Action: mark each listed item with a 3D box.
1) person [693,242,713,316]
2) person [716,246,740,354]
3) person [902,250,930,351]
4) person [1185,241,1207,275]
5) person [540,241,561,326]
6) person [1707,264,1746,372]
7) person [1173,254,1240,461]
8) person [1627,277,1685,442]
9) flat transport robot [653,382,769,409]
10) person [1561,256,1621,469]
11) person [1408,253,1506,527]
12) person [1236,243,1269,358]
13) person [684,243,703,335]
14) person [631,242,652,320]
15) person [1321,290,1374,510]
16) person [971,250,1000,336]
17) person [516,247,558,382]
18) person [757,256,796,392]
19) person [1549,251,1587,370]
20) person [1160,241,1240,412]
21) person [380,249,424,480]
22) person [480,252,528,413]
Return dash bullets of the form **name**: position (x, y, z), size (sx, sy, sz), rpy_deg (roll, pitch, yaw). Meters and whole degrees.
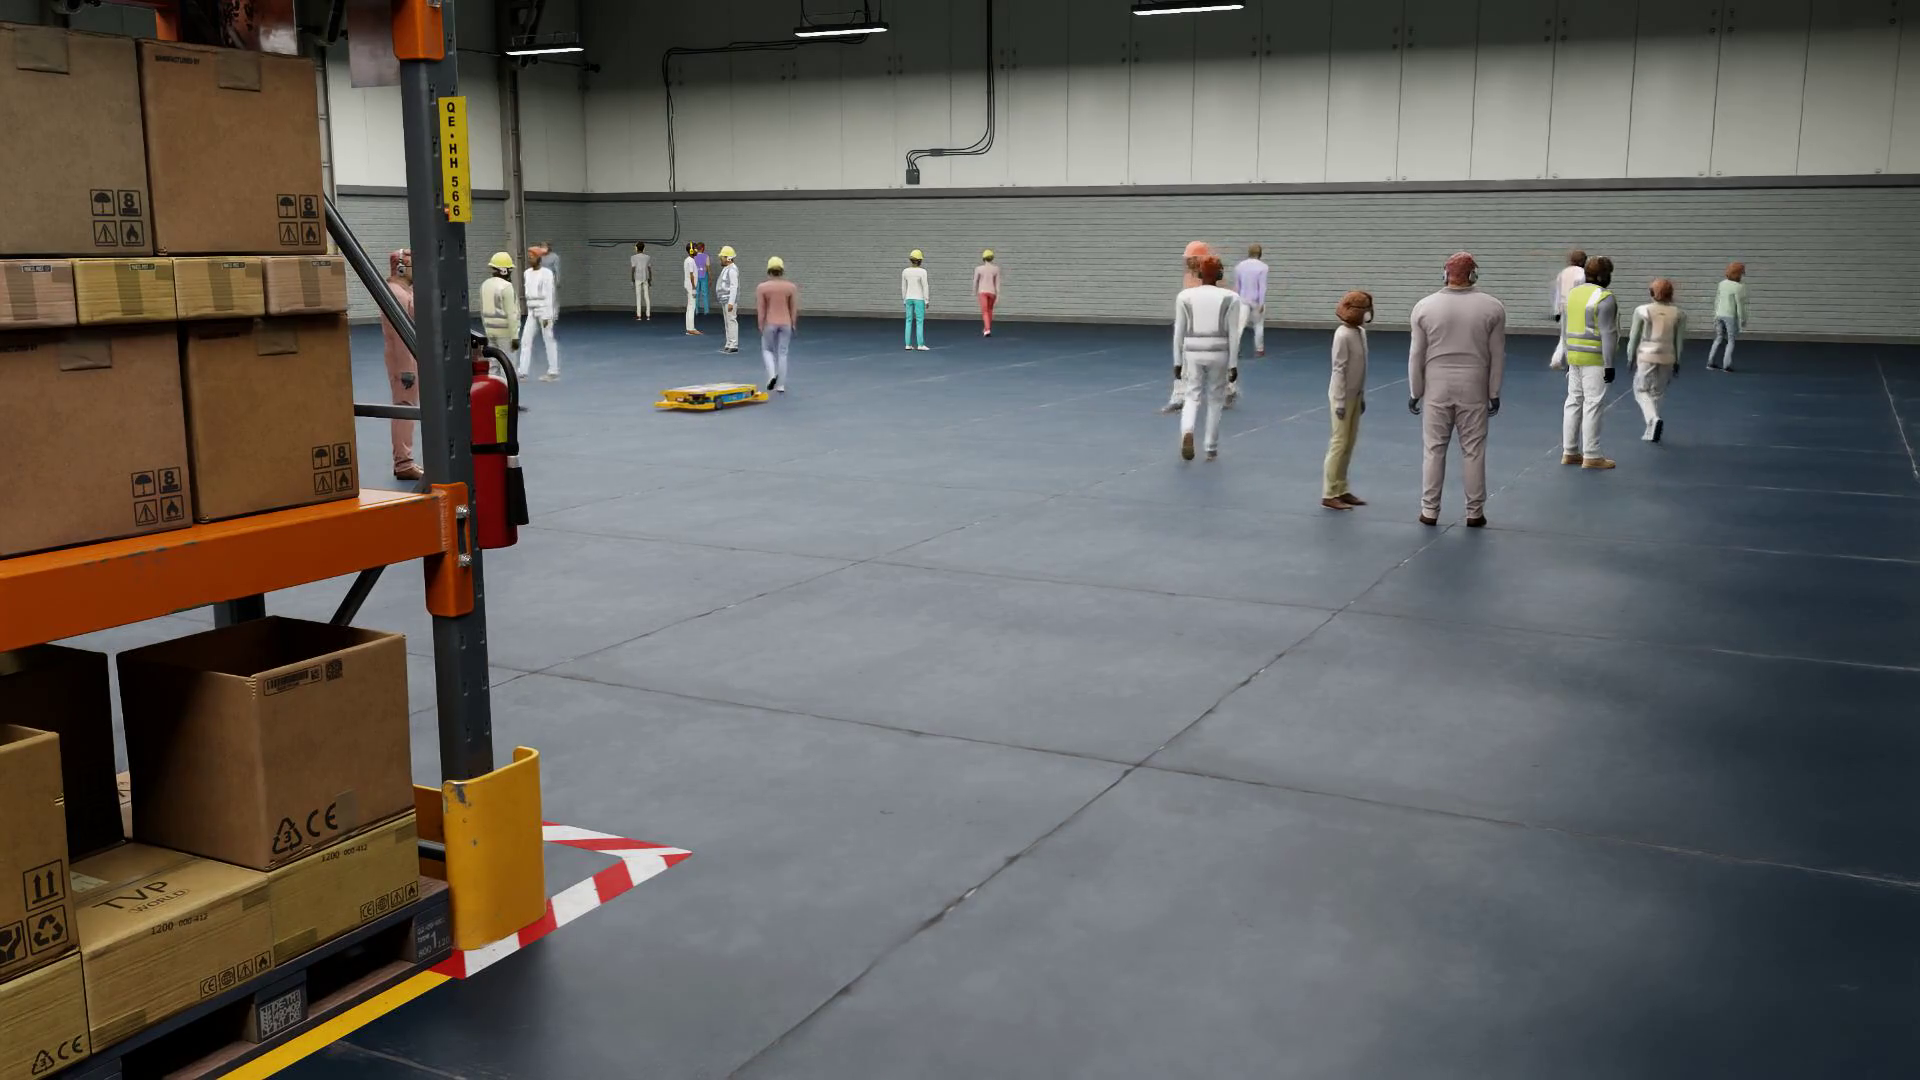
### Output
- **person**: position (-6.546, -6.587, 41.994), size (0.564, 1.846, 0.390), rpy_deg (4, 11, 19)
- **person**: position (-3.973, -4.106, 28.493), size (0.404, 1.837, 0.590), rpy_deg (-4, 11, -19)
- **person**: position (-0.773, -4.221, 29.309), size (0.533, 1.767, 0.313), rpy_deg (6, 12, 31)
- **person**: position (5.036, -5.285, 34.749), size (0.638, 1.903, 0.409), rpy_deg (4, 11, 23)
- **person**: position (-9.248, -5.739, 37.244), size (0.647, 1.883, 1.055), rpy_deg (2, 11, 9)
- **person**: position (11.422, -3.298, 24.723), size (0.311, 1.602, 0.570), rpy_deg (-2, 11, -9)
- **person**: position (2.173, -1.595, 14.744), size (0.584, 1.861, 0.759), rpy_deg (3, 11, 15)
- **person**: position (6.756, -1.728, 16.119), size (0.524, 1.621, 0.628), rpy_deg (0, 10, 2)
- **flat transport robot**: position (-2.939, -1.714, 19.717), size (0.652, 0.197, 1.431), rpy_deg (5, 11, 27)
- **person**: position (5.521, -1.547, 14.524), size (0.429, 1.841, 0.633), rpy_deg (-3, 11, -15)
- **person**: position (3.452, -1.037, 11.589), size (0.641, 1.901, 0.401), rpy_deg (3, 11, 18)
- **person**: position (4.816, -3.973, 27.619), size (0.634, 1.900, 1.011), rpy_deg (9, 13, 39)
- **person**: position (-5.467, -5.132, 34.005), size (0.329, 1.868, 0.514), rpy_deg (-4, 11, -19)
- **person**: position (-7.645, -6.213, 39.885), size (0.533, 1.872, 0.320), rpy_deg (-6, 12, -28)
- **person**: position (2.887, -1.037, 12.341), size (0.301, 1.625, 0.507), rpy_deg (7, 12, 32)
- **person**: position (0.545, -4.959, 33.468), size (0.537, 1.720, 0.924), rpy_deg (-3, 11, -15)
- **person**: position (-5.880, -3.078, 22.835), size (0.612, 1.849, 0.854), rpy_deg (8, 13, 36)
- **person**: position (-2.369, -2.780, 21.492), size (0.530, 1.755, 0.363), rpy_deg (-3, 11, -17)
- **person**: position (9.265, -3.448, 25.057), size (0.986, 1.801, 0.629), rpy_deg (-4, 11, -21)
- **person**: position (2.785, -2.443, 19.095), size (0.929, 1.966, 0.622), rpy_deg (-5, 11, -24)
- **person**: position (-4.595, -1.459, 13.866), size (0.401, 1.907, 0.648), rpy_deg (-4, 11, -19)
- **person**: position (-5.211, -2.361, 18.990), size (0.600, 1.829, 0.404), rpy_deg (9, 14, 41)
